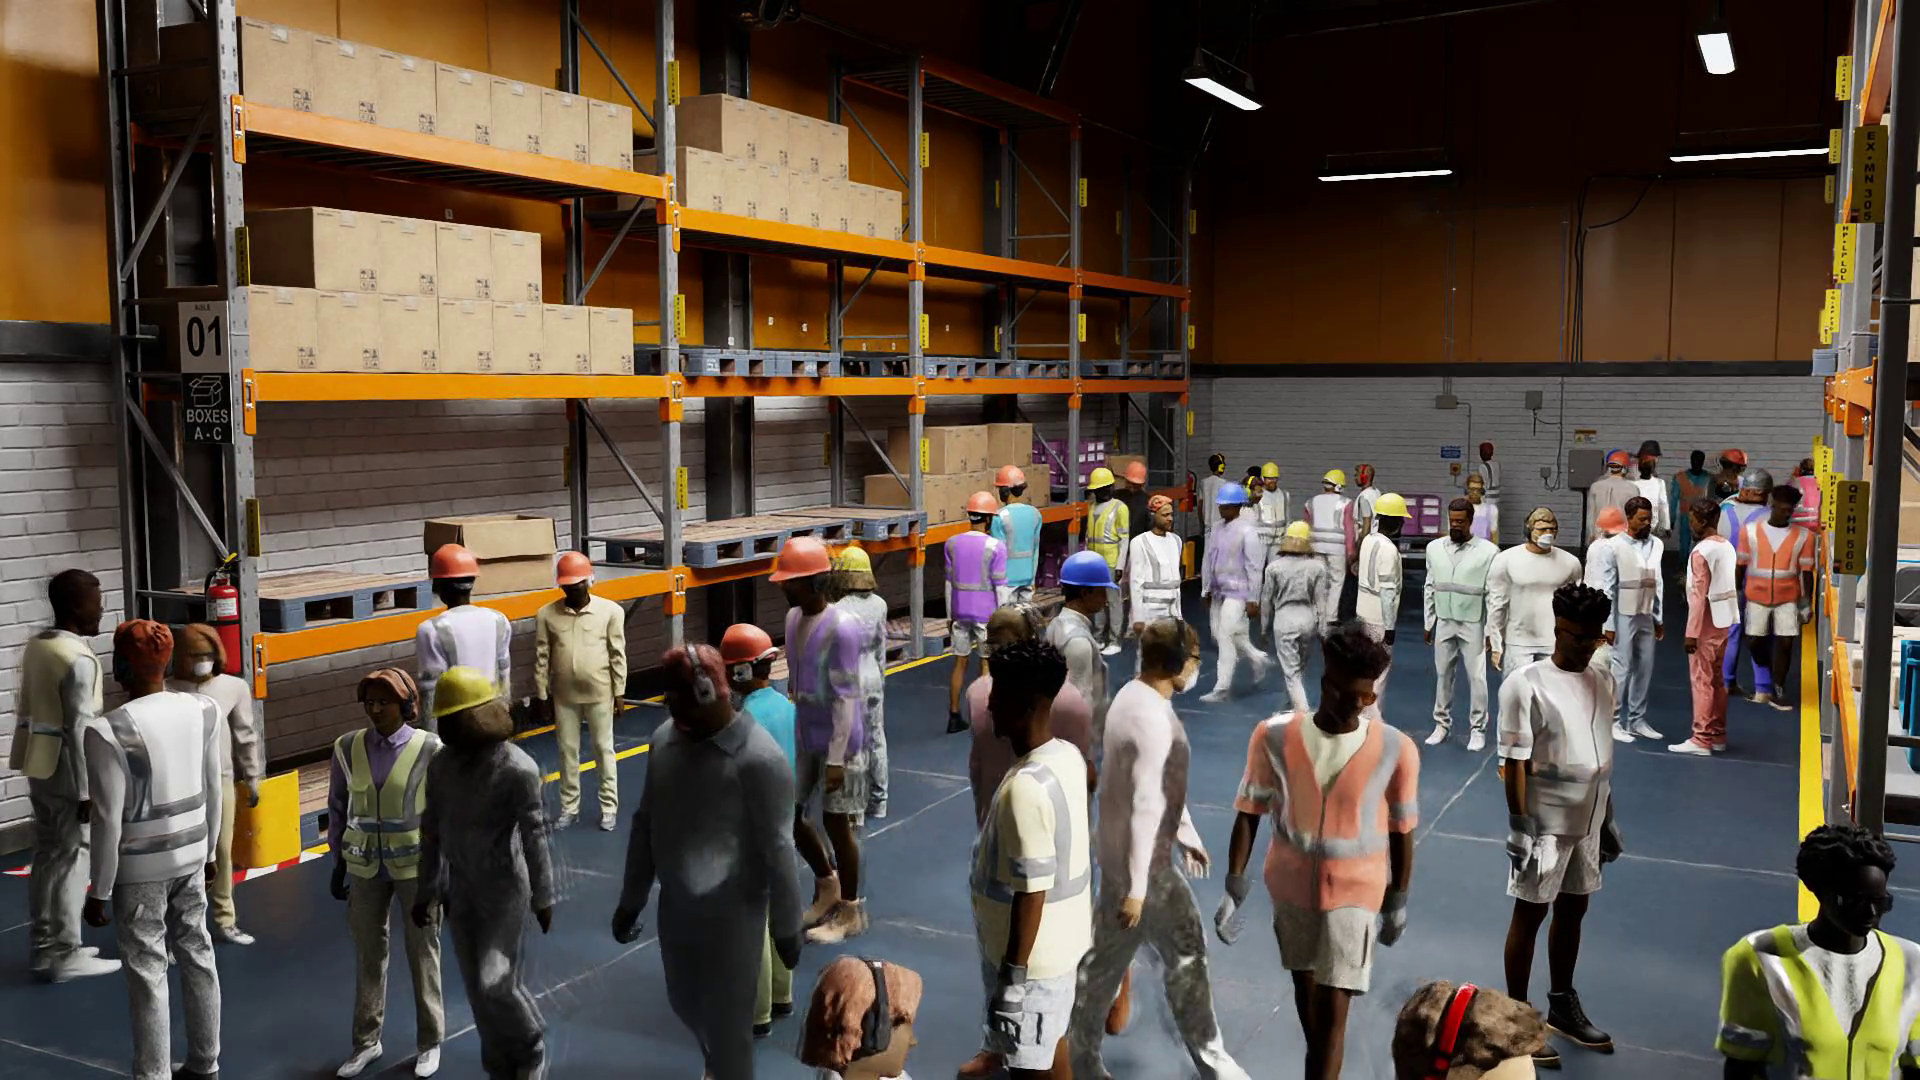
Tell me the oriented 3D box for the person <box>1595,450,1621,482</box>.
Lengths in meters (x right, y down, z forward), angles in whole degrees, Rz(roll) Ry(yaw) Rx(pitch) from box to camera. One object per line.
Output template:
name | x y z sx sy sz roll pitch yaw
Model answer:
person | 8.299 -0.181 21.187 0.416 1.939 0.604 -1 5 -9

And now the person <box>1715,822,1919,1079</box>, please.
person | 2.169 1.525 4.188 0.546 1.689 0.325 1 5 6

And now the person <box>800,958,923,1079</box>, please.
person | -0.145 1.646 3.264 0.463 1.600 0.584 3 6 31

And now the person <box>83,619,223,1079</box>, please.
person | -3.034 1.232 6.265 0.356 1.883 0.573 2 6 23

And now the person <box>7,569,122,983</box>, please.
person | -4.161 1.091 7.726 0.591 1.904 0.421 5 7 41

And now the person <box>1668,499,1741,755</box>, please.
person | 5.590 0.649 12.415 0.405 1.909 0.597 5 7 43

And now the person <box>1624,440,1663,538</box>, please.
person | 9.606 -0.449 23.508 0.707 2.000 0.601 -5 7 -42

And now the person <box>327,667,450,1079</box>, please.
person | -2.257 1.318 6.625 0.514 1.642 0.310 0 5 2

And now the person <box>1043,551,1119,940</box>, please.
person | 0.578 1.020 8.261 0.414 1.940 0.611 0 5 -2

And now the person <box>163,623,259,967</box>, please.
person | -3.644 1.200 8.004 0.528 1.621 0.349 -4 7 -39

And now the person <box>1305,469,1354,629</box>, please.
person | 4.179 0.105 18.797 0.624 1.809 0.431 4 7 40

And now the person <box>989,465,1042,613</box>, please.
person | 0.455 0.355 14.823 0.365 2.048 0.608 5 7 44

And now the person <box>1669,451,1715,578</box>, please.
person | 10.288 -0.335 23.369 0.610 1.858 0.855 2 6 19

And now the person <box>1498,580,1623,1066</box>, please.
person | 2.478 1.142 6.826 0.603 1.959 0.379 -3 6 -28

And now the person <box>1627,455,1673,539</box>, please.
person | 8.874 -0.160 21.403 0.579 1.854 0.807 -1 6 -16

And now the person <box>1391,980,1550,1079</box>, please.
person | 0.734 1.594 2.677 0.438 1.825 0.564 3 6 33

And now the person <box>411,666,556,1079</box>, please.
person | -1.780 1.317 6.200 0.508 1.725 0.362 3 6 30

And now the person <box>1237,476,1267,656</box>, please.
person | 2.898 0.278 16.697 0.349 1.856 0.528 2 6 20

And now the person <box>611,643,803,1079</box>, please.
person | -0.844 1.275 5.916 0.697 1.868 0.812 4 6 33

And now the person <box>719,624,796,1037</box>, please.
person | -0.893 1.225 7.115 0.352 1.738 0.573 1 5 14

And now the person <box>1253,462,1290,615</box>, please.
person | 3.704 -0.016 19.959 0.590 1.833 0.404 -2 6 -17

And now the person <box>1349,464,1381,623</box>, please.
person | 4.731 0.042 19.262 0.373 1.843 0.571 3 6 26

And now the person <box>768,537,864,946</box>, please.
person | -0.699 0.987 8.168 0.481 2.020 0.647 -4 7 -39

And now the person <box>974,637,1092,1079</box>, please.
person | 0.224 1.283 5.271 0.367 1.966 0.607 1 5 14

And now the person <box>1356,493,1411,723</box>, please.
person | 3.303 0.591 12.985 0.397 1.918 0.588 0 5 -1

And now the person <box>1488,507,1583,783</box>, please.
person | 3.954 0.731 11.444 0.635 1.932 0.363 0 5 2

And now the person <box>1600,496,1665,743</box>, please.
person | 5.189 0.607 12.885 0.599 1.905 0.391 -3 6 -26

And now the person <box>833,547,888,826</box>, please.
person | -0.662 0.911 10.457 0.308 1.743 0.494 4 7 37

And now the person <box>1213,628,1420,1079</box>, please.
person | 1.267 1.255 5.883 0.642 1.890 1.035 2 6 24

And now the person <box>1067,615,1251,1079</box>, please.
person | 0.811 1.228 6.268 0.924 1.887 0.631 0 5 -3

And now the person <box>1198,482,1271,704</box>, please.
person | 2.405 0.448 14.458 0.728 1.930 0.615 -2 6 -23

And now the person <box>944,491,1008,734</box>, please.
person | 0.142 0.581 13.070 0.552 1.923 0.390 3 6 29

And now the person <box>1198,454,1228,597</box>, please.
person | 3.305 -0.180 21.517 0.332 1.874 0.520 -5 7 -42

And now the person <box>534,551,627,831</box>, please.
person | -2.346 0.932 10.266 0.571 1.739 0.356 0 5 -1

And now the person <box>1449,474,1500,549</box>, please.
person | 5.368 0.229 17.364 0.514 1.833 0.405 1 5 6

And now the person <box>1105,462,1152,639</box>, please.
person | 1.817 0.127 17.881 0.647 1.934 0.648 2 6 18

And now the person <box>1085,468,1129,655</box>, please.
person | 1.468 0.217 17.000 0.382 1.918 0.585 -4 7 -37

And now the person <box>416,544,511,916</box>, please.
person | -2.599 0.984 8.651 0.378 1.932 0.551 4 7 37

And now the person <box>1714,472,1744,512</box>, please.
person | 8.192 0.189 17.774 0.429 1.833 0.630 3 6 32

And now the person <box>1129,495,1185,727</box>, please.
person | 1.575 0.585 13.216 0.348 1.882 0.584 5 7 44

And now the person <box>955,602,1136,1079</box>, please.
person | 0.339 1.183 6.654 0.735 1.915 0.648 -5 7 -43

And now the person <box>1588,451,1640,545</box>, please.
person | 7.679 -0.048 19.507 0.616 1.986 0.407 5 7 43

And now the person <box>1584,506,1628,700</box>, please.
person | 5.577 0.561 14.318 0.379 1.725 0.604 5 7 42

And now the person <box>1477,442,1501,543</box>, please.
person | 8.076 -0.555 25.486 0.337 1.881 0.585 5 7 43

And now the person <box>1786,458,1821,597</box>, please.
person | 10.823 -0.129 21.255 0.646 1.825 0.433 0 5 3

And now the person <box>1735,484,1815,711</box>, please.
person | 6.932 0.473 14.193 0.637 1.928 0.594 3 6 26

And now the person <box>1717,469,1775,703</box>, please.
person | 6.944 0.385 14.531 0.538 2.000 0.690 -3 6 -33

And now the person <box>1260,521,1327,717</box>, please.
person | 2.602 0.701 13.004 0.495 1.680 0.873 -1 5 -7

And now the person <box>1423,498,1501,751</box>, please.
person | 3.803 0.632 12.612 0.585 1.910 0.394 4 7 40

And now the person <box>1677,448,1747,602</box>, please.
person | 9.288 -0.142 20.490 0.818 1.994 0.595 -2 6 -21
